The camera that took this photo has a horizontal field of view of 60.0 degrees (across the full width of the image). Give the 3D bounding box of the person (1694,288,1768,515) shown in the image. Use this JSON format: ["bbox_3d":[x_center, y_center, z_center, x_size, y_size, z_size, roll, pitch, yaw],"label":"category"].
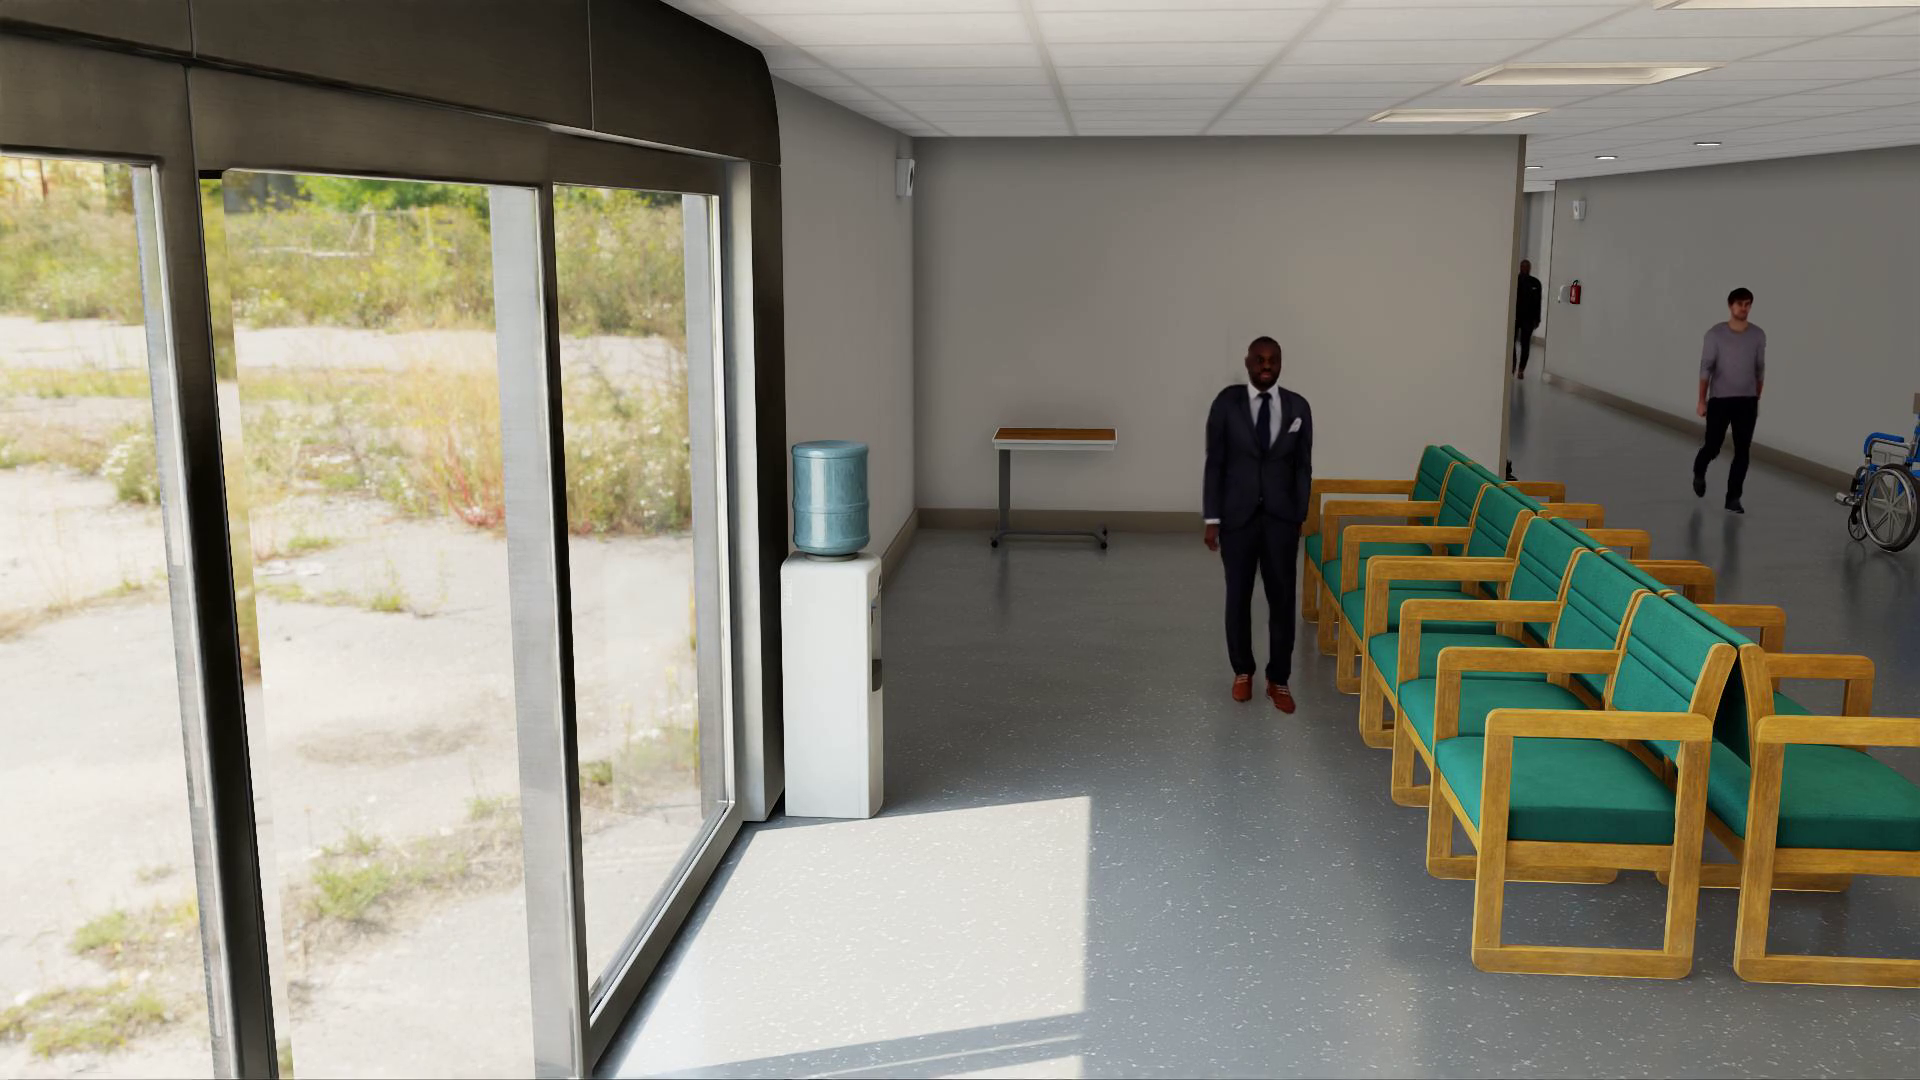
[{"bbox_3d":[6.331,-1.146,13.713,0.944,1.822,0.729,1,11,5],"label":"person"}]

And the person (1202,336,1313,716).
[{"bbox_3d":[1.449,-0.098,8.239,0.717,1.803,0.748,1,11,7],"label":"person"}]

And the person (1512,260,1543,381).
[{"bbox_3d":[8.609,-3.376,25.490,0.688,1.813,0.843,4,11,20],"label":"person"}]
